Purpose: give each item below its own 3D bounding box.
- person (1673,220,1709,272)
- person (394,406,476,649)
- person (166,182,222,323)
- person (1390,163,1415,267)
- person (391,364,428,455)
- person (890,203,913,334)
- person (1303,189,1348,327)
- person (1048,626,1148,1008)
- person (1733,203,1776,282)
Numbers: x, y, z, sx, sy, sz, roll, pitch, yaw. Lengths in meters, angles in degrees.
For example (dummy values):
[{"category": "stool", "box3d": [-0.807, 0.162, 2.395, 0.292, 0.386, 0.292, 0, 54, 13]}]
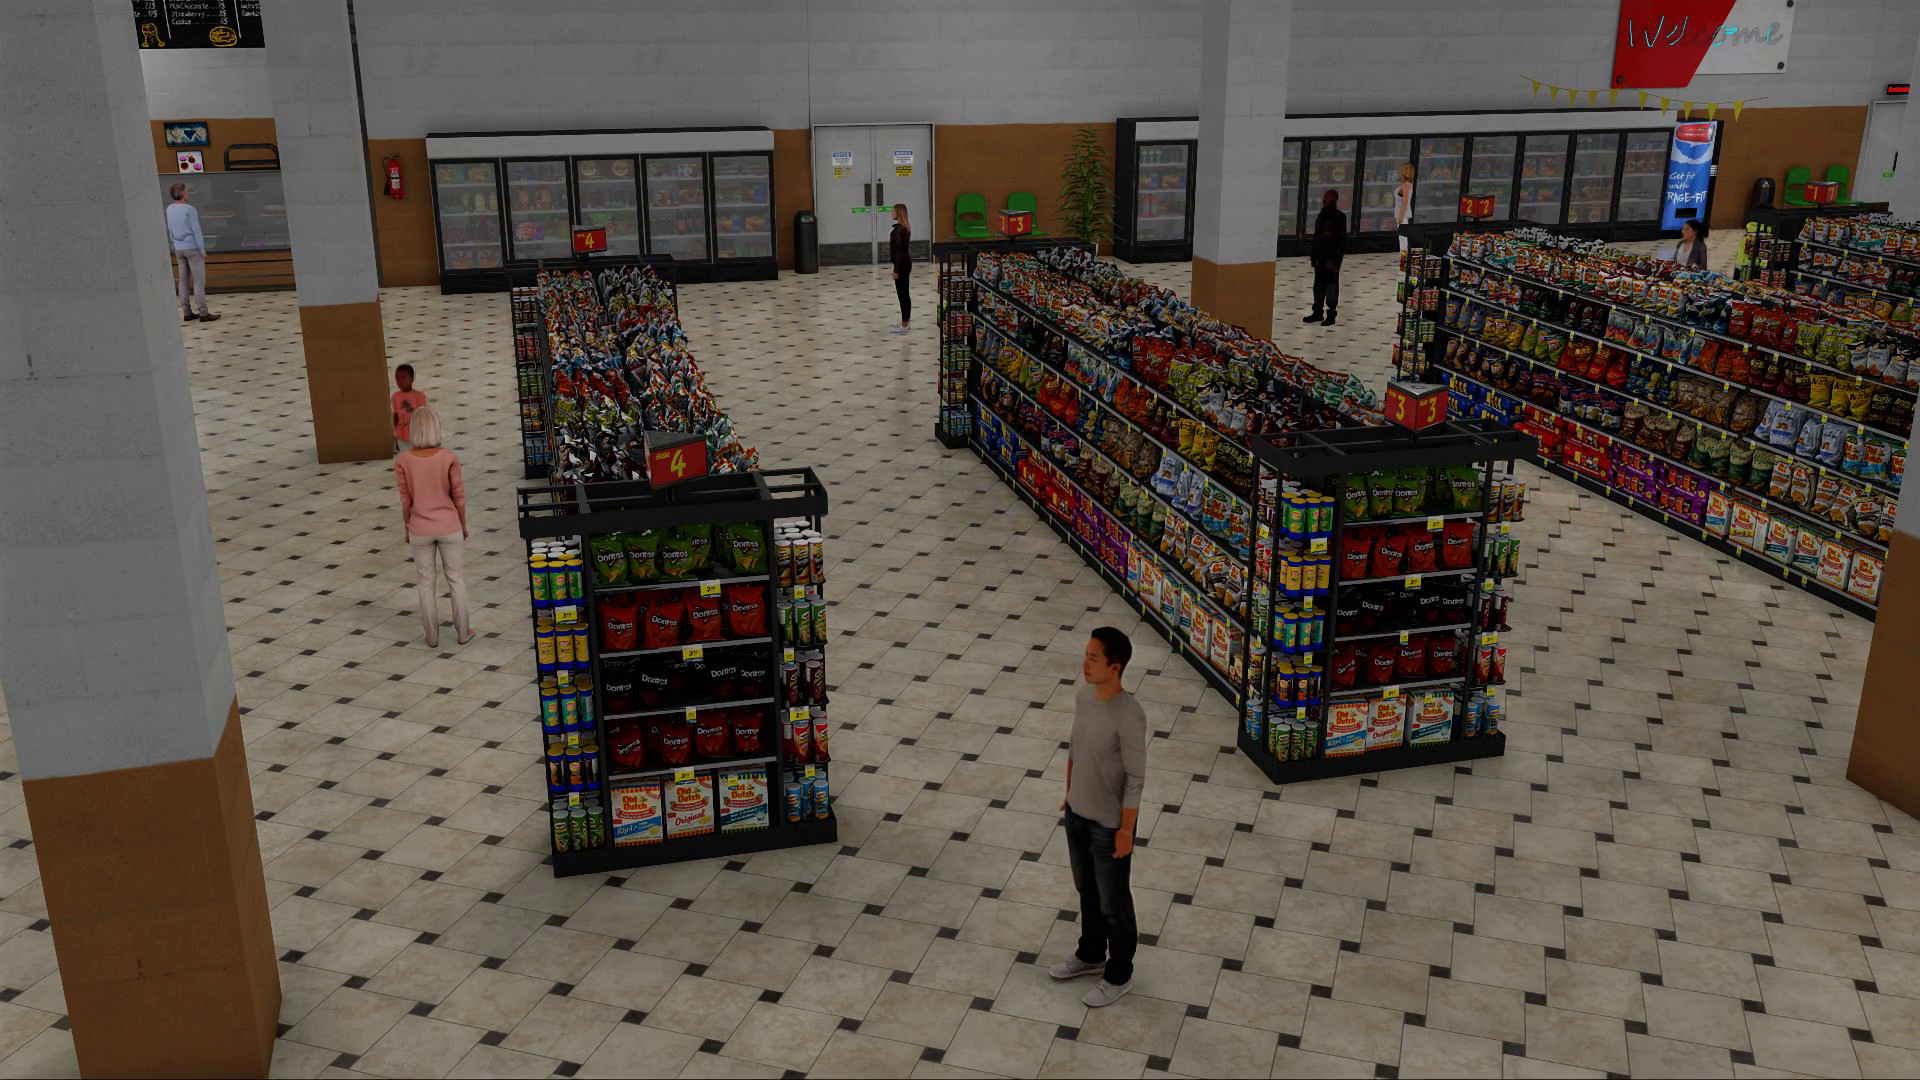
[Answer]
[{"category": "person", "box3d": [9.263, -3.199, 21.001, 0.703, 1.634, 1.011, -4, 19, -13]}, {"category": "person", "box3d": [-3.685, -0.095, 11.656, 0.597, 1.725, 0.507, -5, 19, -13]}, {"category": "person", "box3d": [-10.608, -3.961, 22.857, 0.754, 1.893, 0.777, 7, 20, 20]}, {"category": "person", "box3d": [7.289, -5.352, 27.331, 0.753, 1.670, 0.653, 6, 20, 17]}, {"category": "person", "box3d": [-4.836, -0.927, 14.782, 0.629, 1.304, 0.808, 1, 19, 3]}, {"category": "person", "box3d": [-0.769, -3.625, 22.154, 0.733, 1.704, 0.594, 4, 19, 10]}, {"category": "person", "box3d": [5.025, -3.867, 22.684, 0.837, 1.825, 0.666, -12, 22, -33]}, {"category": "person", "box3d": [0.659, 1.241, 7.566, 0.773, 1.806, 0.574, -10, 21, -28]}, {"category": "person", "box3d": [9.541, -3.072, 20.079, 0.905, 1.983, 0.713, 1, 19, 3]}]
